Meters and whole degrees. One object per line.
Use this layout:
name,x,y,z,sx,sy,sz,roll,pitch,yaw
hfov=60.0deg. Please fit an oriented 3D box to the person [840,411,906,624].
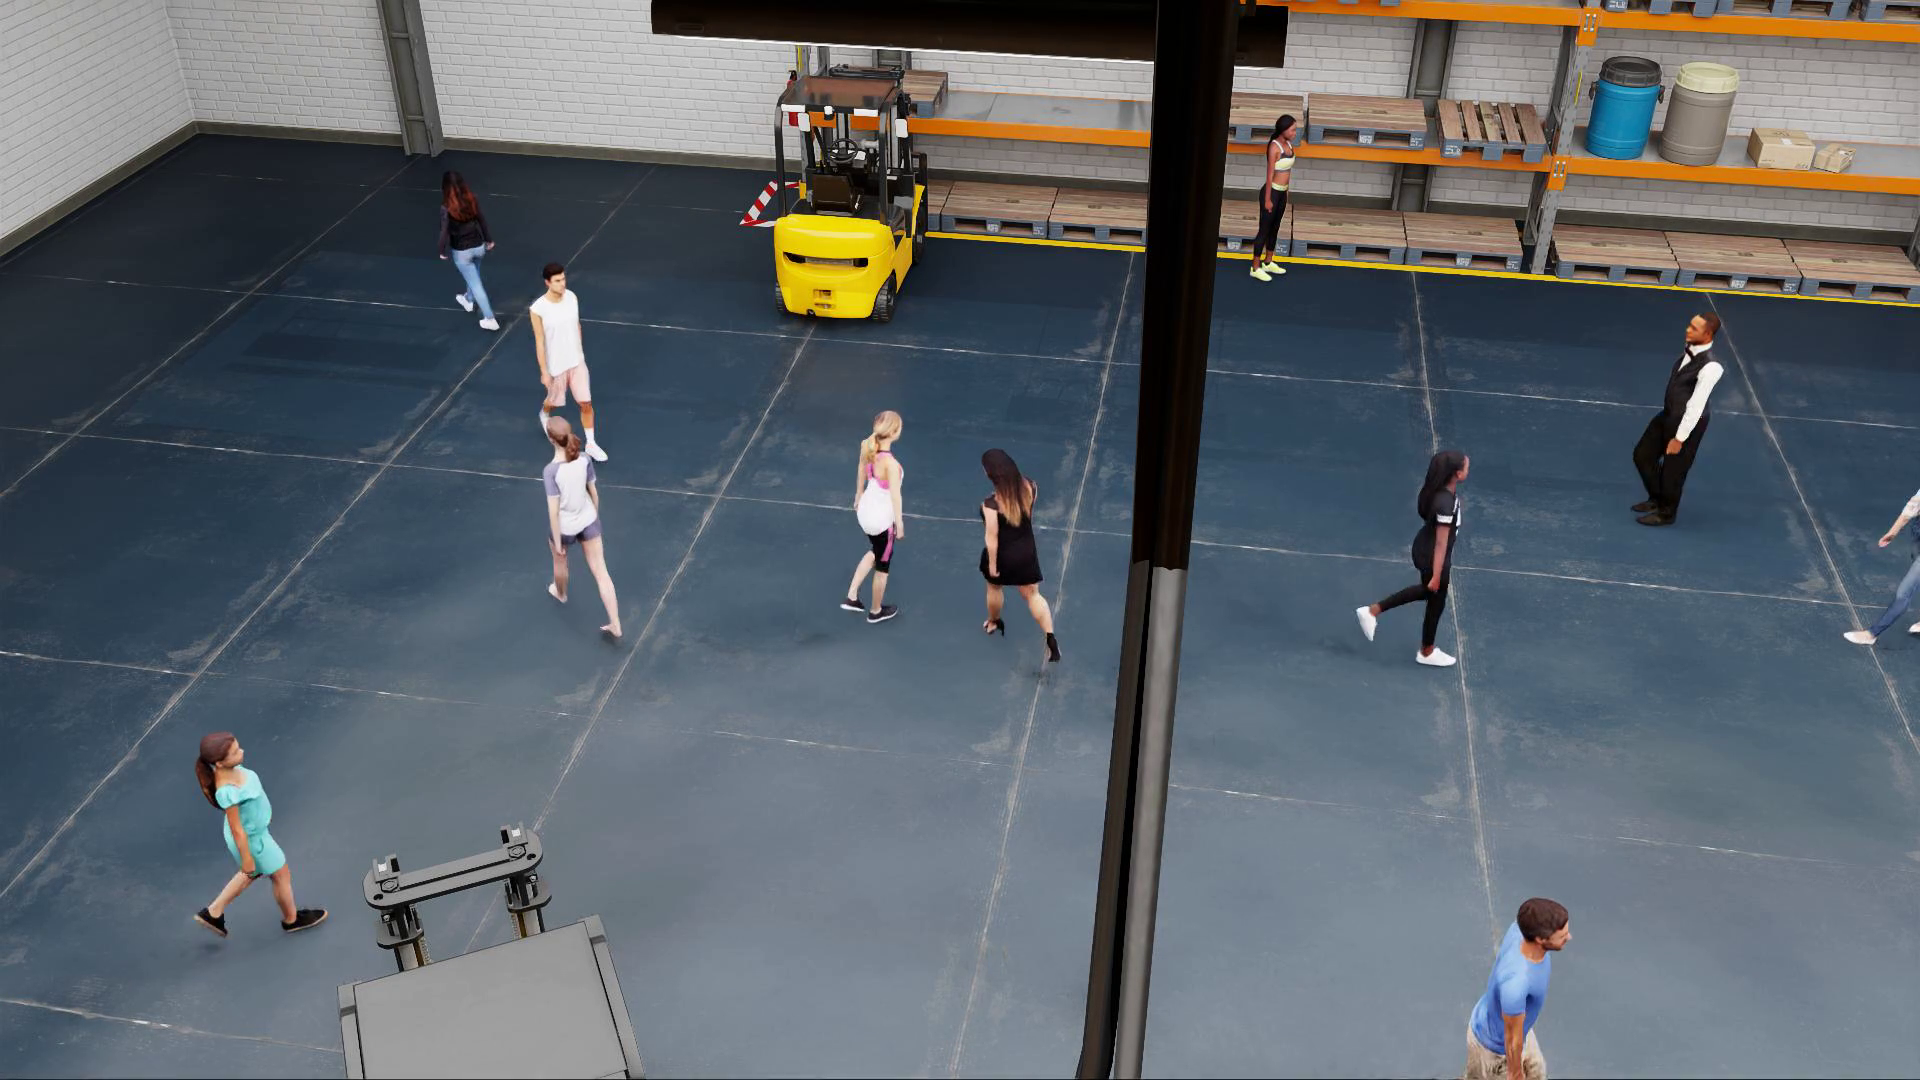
person,-0.670,-0.117,12.073,0.915,1.766,0.856,-26,41,-33

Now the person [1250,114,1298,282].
person,3.252,-3.576,17.288,0.664,1.753,0.640,26,42,33

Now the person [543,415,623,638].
person,-2.734,-0.054,12.024,1.088,1.715,1.185,-24,40,-31

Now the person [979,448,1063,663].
person,0.431,0.153,11.757,1.062,1.666,1.141,-19,38,-26

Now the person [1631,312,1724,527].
person,5.814,-0.937,13.180,0.720,1.905,0.743,1,34,2

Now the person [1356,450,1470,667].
person,3.261,0.118,11.757,0.951,1.724,0.618,7,34,11

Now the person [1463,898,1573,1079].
person,2.588,2.406,8.197,0.735,1.855,0.729,14,36,20

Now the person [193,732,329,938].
person,-4.143,1.714,9.519,0.992,1.544,0.882,-16,37,-22

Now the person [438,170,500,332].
person,-4.759,-2.806,16.264,1.125,1.606,0.960,24,41,32

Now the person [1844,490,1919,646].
person,7.051,0.021,11.937,1.180,1.687,0.856,-5,34,-8

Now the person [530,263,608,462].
person,-3.448,-1.547,14.233,1.071,1.757,1.209,-27,42,-34
